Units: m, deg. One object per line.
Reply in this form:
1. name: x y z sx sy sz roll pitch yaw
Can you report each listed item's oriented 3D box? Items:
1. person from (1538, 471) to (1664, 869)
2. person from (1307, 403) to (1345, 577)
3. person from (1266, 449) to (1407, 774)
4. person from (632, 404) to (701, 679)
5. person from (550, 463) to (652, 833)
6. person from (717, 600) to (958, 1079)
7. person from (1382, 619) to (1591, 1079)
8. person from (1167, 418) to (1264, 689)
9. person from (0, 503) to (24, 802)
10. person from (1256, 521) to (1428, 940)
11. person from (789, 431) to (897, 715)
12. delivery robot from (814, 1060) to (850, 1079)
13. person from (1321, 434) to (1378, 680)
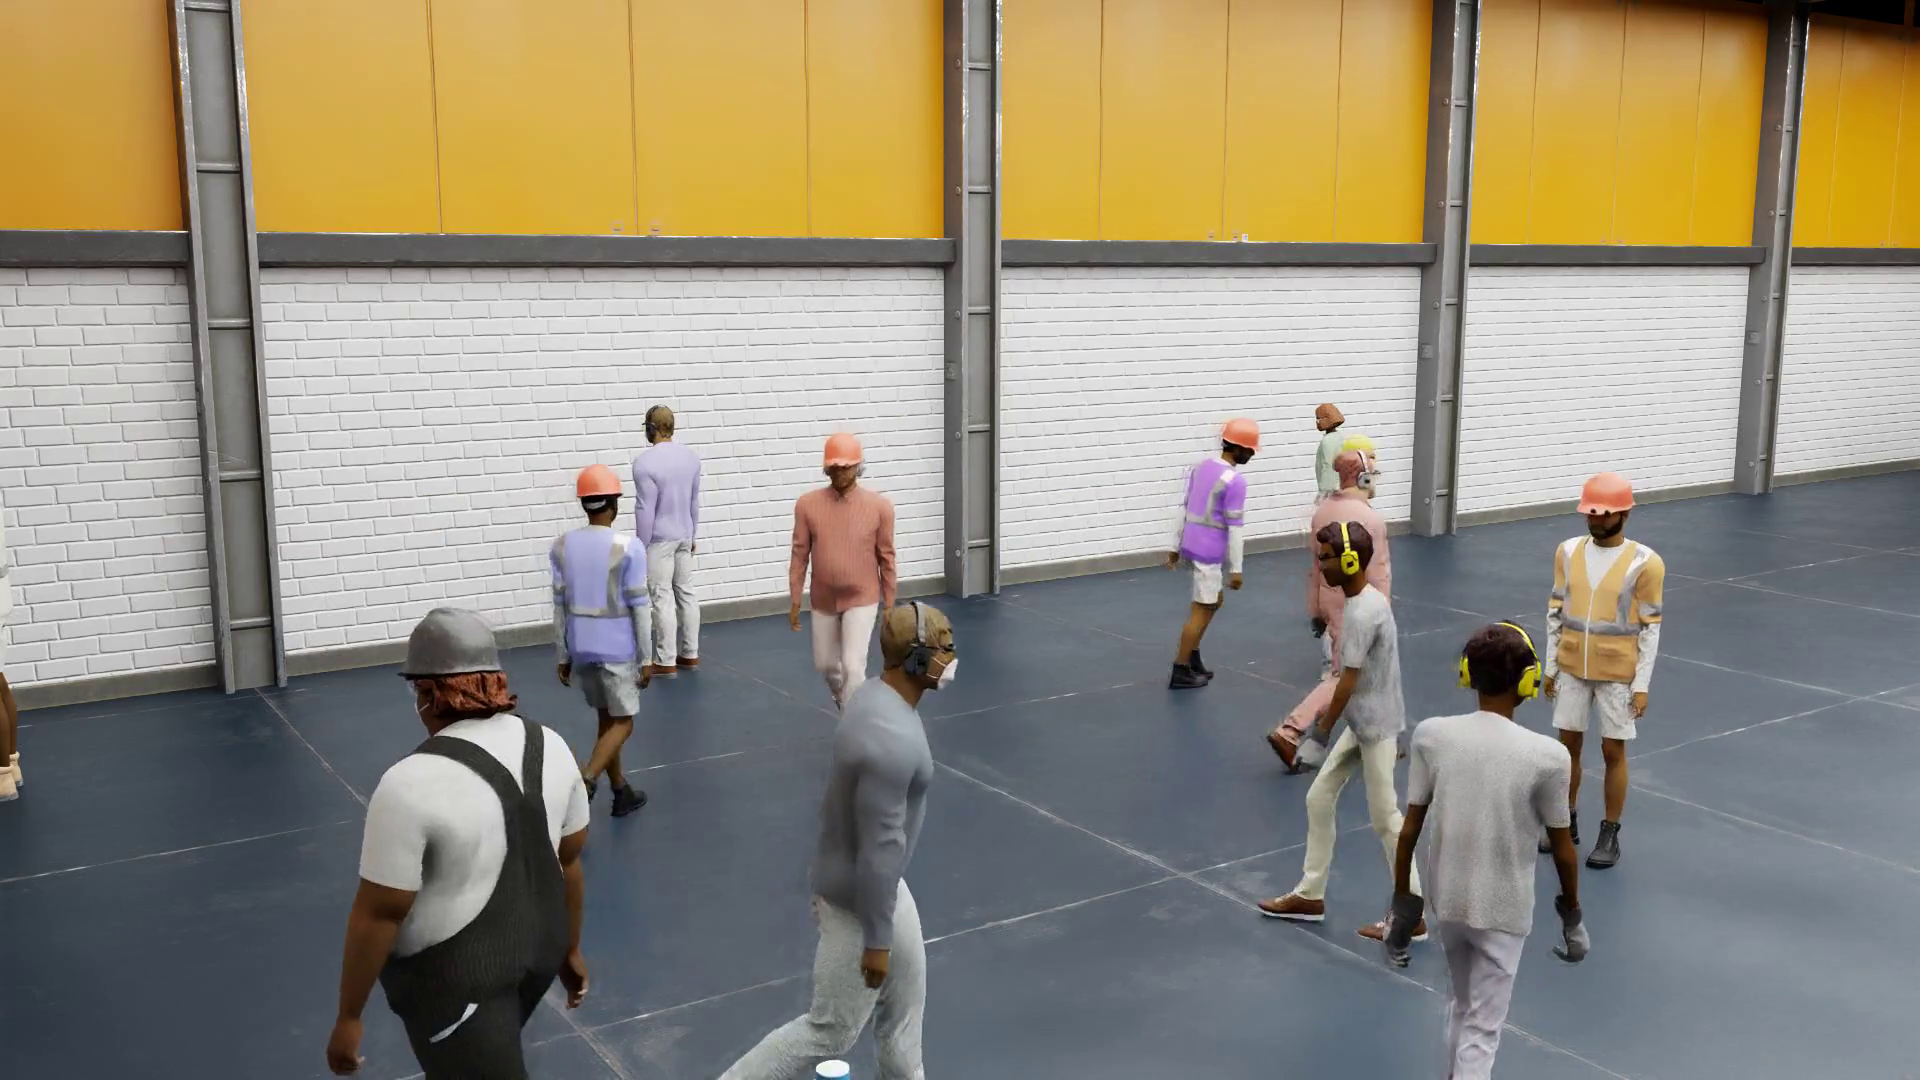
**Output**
1. person: 3.090 0.628 8.068 0.559 1.933 0.395 9 13 44
2. person: 3.424 -0.458 15.489 0.283 1.633 0.498 5 10 26
3. person: 2.193 0.410 9.557 0.887 1.874 0.641 -2 10 -9
4. person: -2.075 0.009 11.760 0.352 1.937 0.635 6 11 31
5. person: -1.869 0.568 8.516 0.548 1.909 0.799 4 10 21
6. person: -0.408 1.122 5.218 0.946 1.896 0.657 -1 9 -4
7. person: 1.673 1.158 5.183 0.847 1.829 0.507 -9 13 -43
8. person: 1.727 0.100 11.400 0.648 1.876 0.583 -3 10 -20
9. person: -5.348 0.410 9.014 0.364 2.048 0.611 -3 10 -20
10. person: 1.652 0.833 7.160 0.860 1.825 0.498 1 9 7
11. person: -0.675 0.324 9.774 0.627 1.968 0.898 2 10 11
12. delivery robot: -0.372 1.787 4.925 0.707 0.478 0.477 1 10 5
13. person: 2.739 0.125 11.653 0.323 1.741 0.492 4 10 23
